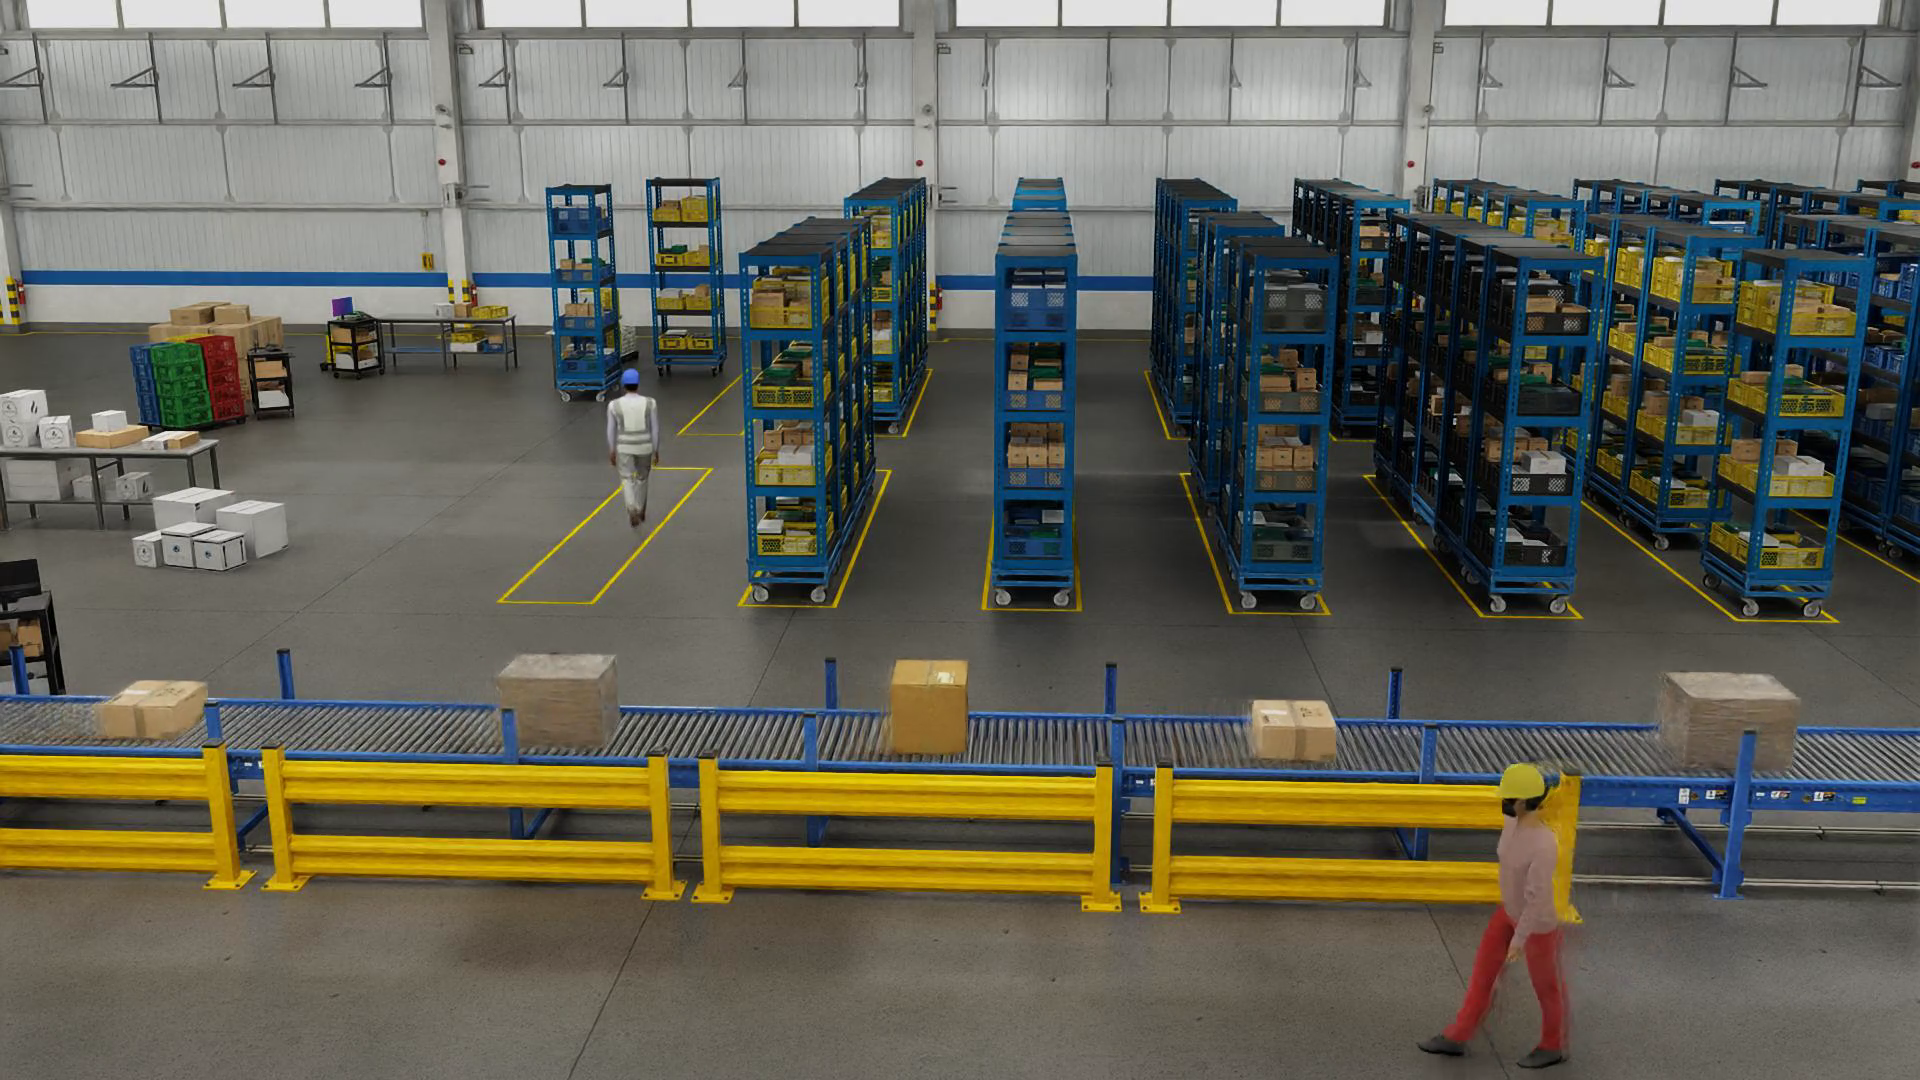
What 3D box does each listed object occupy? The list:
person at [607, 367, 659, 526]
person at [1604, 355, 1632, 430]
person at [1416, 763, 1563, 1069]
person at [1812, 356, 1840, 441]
[{"bbox_3d":[-3.908,-1.101,19.978,0.613,1.928,0.722,-4,16,-16],"label":"person"},{"bbox_3d":[9.974,-2.458,25.223,0.616,1.823,0.403,-5,16,-19],"label":"person"},{"bbox_3d":[2.883,2.012,8.783,0.845,1.728,0.542,-3,15,-11],"label":"person"},{"bbox_3d":[12.327,-2.078,23.782,0.697,1.831,0.561,4,16,14],"label":"person"}]
